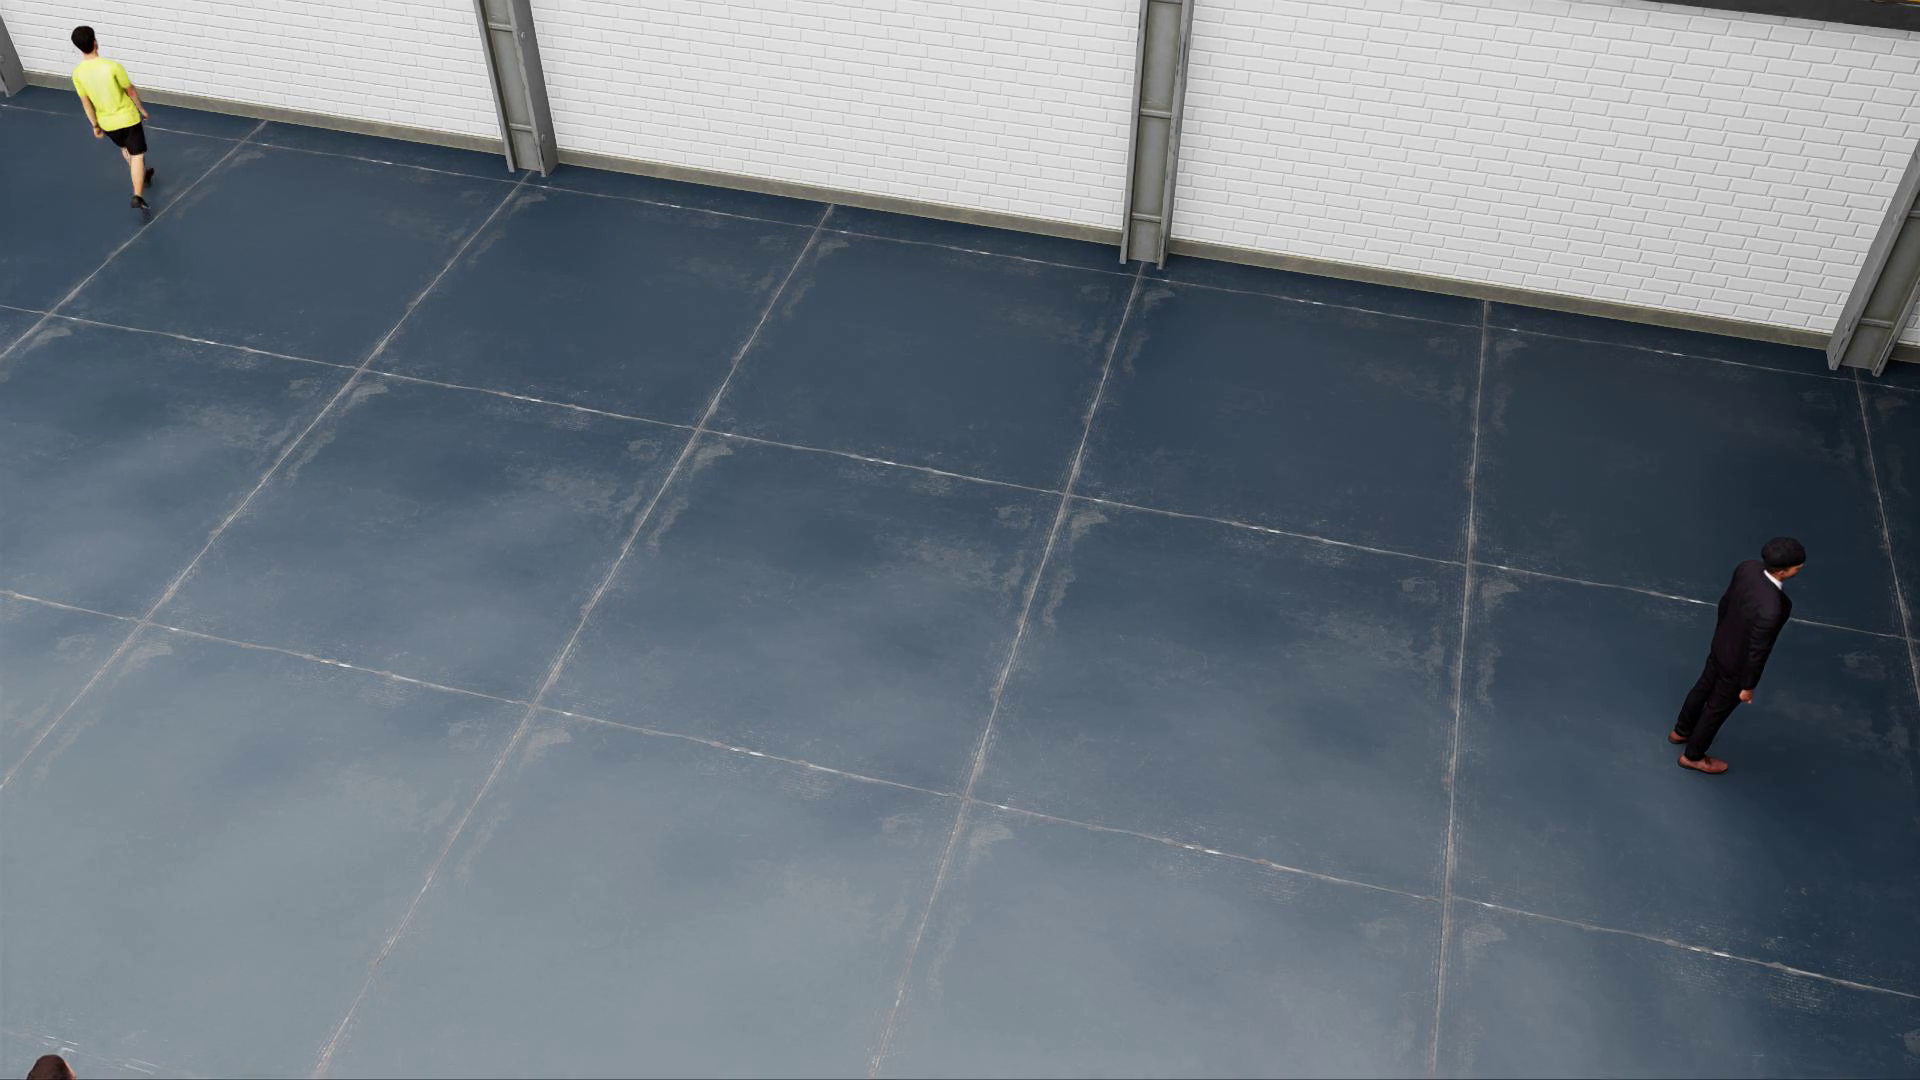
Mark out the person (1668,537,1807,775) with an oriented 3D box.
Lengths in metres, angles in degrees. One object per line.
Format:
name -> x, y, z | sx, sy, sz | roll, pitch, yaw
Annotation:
person -> 4.772, 0.693, 10.232 | 0.643, 1.884, 0.747 | 1, 44, 1

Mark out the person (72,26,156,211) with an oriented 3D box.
person -> -7.645, -3.791, 15.088 | 1.111, 1.679, 0.930 | -3, 44, -3
